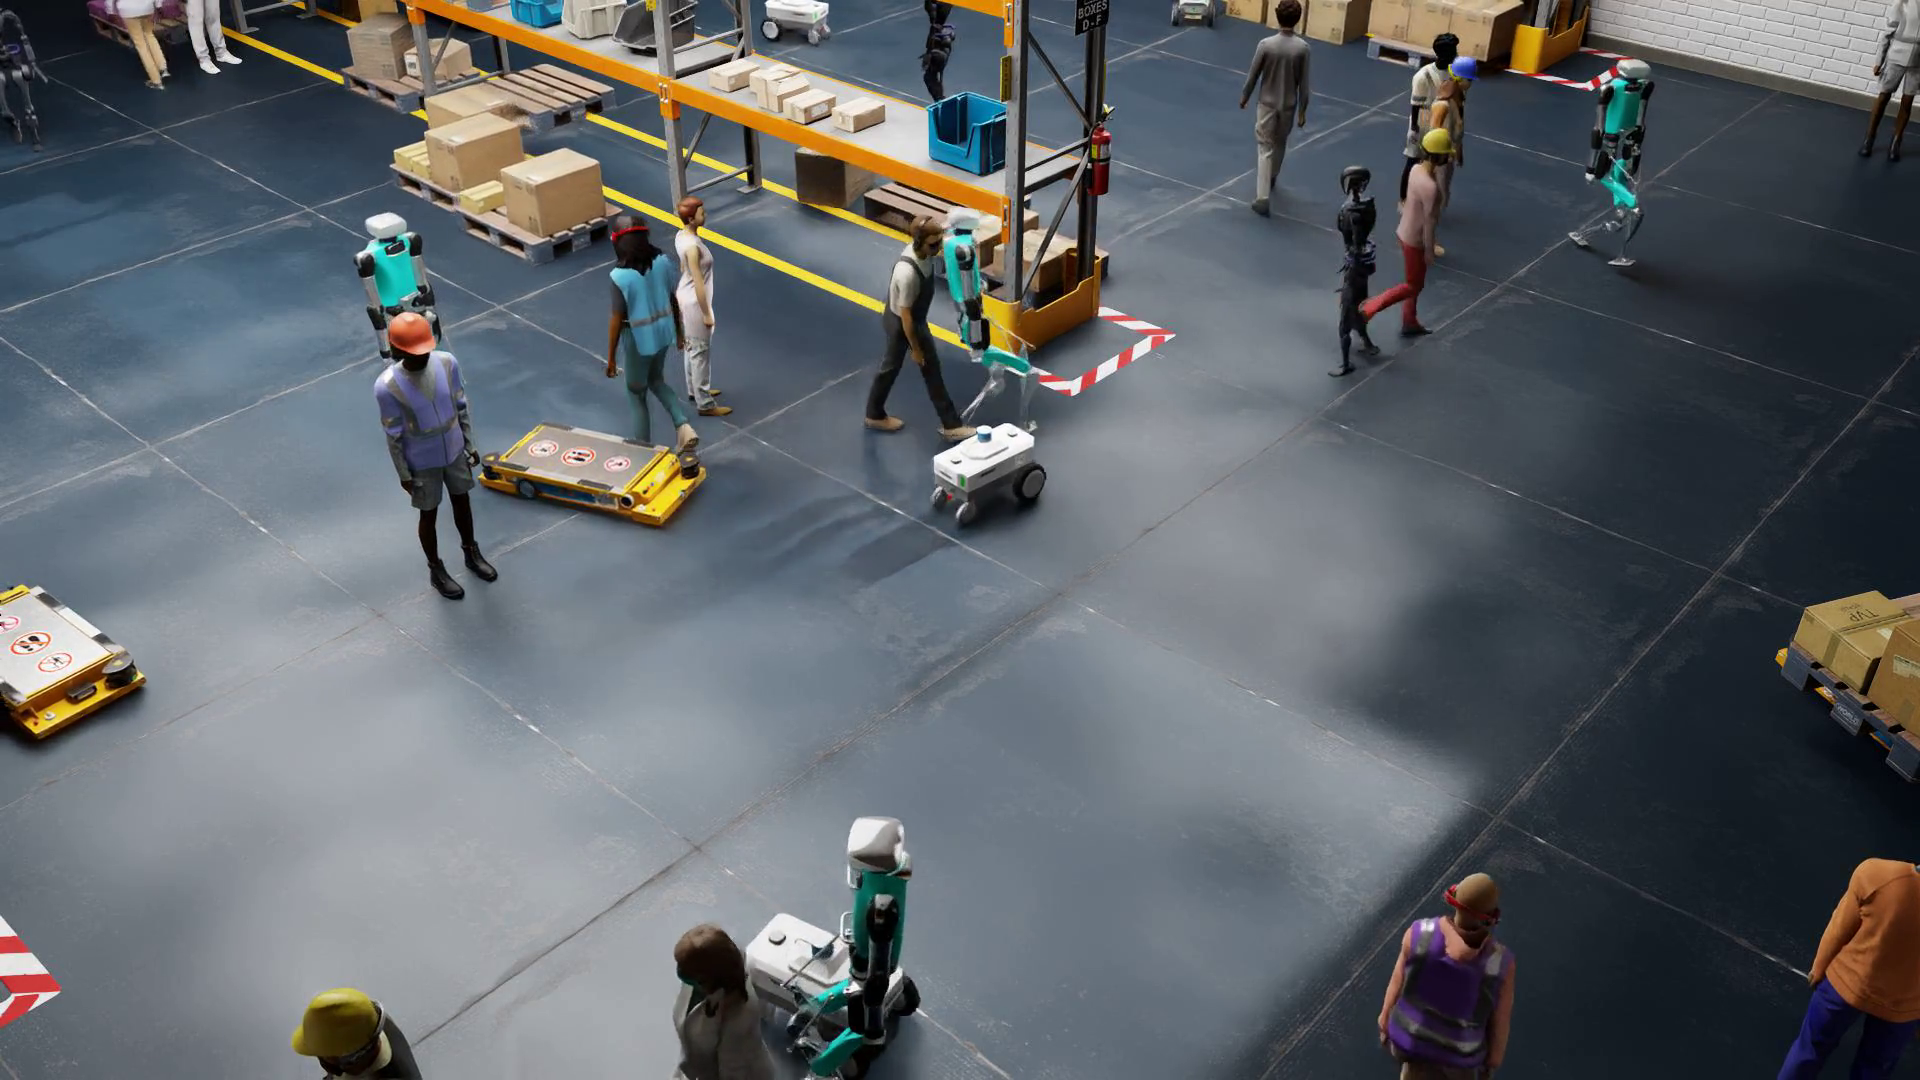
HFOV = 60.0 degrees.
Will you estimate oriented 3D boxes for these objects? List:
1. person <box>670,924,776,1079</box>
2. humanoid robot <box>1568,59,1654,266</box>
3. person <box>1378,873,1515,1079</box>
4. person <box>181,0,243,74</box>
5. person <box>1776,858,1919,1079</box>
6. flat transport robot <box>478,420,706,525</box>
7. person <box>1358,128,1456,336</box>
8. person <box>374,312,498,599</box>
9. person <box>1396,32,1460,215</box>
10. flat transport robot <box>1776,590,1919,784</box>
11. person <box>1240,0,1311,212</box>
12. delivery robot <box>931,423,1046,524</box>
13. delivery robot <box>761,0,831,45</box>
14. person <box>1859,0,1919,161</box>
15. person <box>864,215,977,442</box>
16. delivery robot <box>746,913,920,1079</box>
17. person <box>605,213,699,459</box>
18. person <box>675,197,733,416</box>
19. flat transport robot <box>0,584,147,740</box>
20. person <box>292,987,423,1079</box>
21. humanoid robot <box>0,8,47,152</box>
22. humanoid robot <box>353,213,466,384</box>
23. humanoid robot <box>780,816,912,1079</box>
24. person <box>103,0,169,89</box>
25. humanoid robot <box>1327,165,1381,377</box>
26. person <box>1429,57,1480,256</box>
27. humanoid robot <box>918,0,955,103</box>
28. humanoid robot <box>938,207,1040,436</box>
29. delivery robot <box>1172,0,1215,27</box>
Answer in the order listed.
[{"bbox_3d":[-0.962,2.128,6.521,0.761,1.623,0.492,-26,42,-33],"label":"person"},{"bbox_3d":[5.665,-3.108,14.064,0.544,1.751,1.058,-13,37,-18],"label":"humanoid robot"},{"bbox_3d":[1.901,2.038,6.642,0.491,1.645,0.885,19,39,25],"label":"person"},{"bbox_3d":[-8.347,-6.115,18.231,0.412,1.907,0.642,12,36,17],"label":"person"},{"bbox_3d":[3.718,1.797,6.714,0.515,1.973,0.401,20,39,26],"label":"person"},{"bbox_3d":[-2.548,-0.475,11.498,1.431,0.231,0.659,12,36,17],"label":"flat transport robot"},{"bbox_3d":[3.471,-2.344,12.915,0.654,1.746,0.521,-1,35,-1],"label":"person"},{"bbox_3d":[-3.176,-0.521,10.107,0.383,1.929,0.543,28,44,35],"label":"person"},{"bbox_3d":[4.233,-3.727,14.955,0.532,1.692,0.320,-17,38,-23],"label":"person"},{"bbox_3d":[5.400,0.973,9.400,0.659,0.231,1.431,-11,36,-16],"label":"flat transport robot"},{"bbox_3d":[2.882,-3.979,15.189,0.557,1.850,0.929,0,35,-1],"label":"person"},{"bbox_3d":[0.162,-0.498,11.267,0.757,0.580,0.499,-27,43,-33],"label":"delivery robot"},{"bbox_3d":[-1.921,-6.112,19.423,0.796,0.606,0.499,14,37,20],"label":"delivery robot"},{"bbox_3d":[9.152,-4.634,16.072,0.547,1.924,0.387,13,37,19],"label":"person"},{"bbox_3d":[-0.289,-1.453,11.587,0.972,1.772,0.515,13,37,18],"label":"person"},{"bbox_3d":[-0.609,2.030,7.607,0.773,0.582,0.499,19,39,25],"label":"delivery robot"},{"bbox_3d":[-2.130,-1.319,11.334,0.512,1.852,0.627,23,41,29],"label":"person"},{"bbox_3d":[-1.888,-1.693,12.035,0.283,1.661,0.450,-12,36,-17],"label":"person"},{"bbox_3d":[-5.512,0.671,9.839,1.431,0.231,0.659,24,41,31],"label":"flat transport robot"},{"bbox_3d":[-2.108,2.289,6.120,0.404,1.828,0.599,-18,39,-25],"label":"person"},{"bbox_3d":[-9.334,-4.645,16.306,0.596,1.647,0.423,-17,38,-22],"label":"humanoid robot"},{"bbox_3d":[-3.645,-1.301,11.484,0.748,1.868,0.545,19,39,25],"label":"humanoid robot"},{"bbox_3d":[-0.527,1.837,6.847,0.676,1.782,0.542,-1,35,-2],"label":"humanoid robot"},{"bbox_3d":[-8.857,-5.714,17.801,0.464,1.733,0.563,23,41,29],"label":"person"},{"bbox_3d":[3.017,-2.029,12.518,0.484,1.644,0.611,6,35,9],"label":"humanoid robot"},{"bbox_3d":[4.139,-3.257,14.216,0.368,1.758,0.474,24,41,31],"label":"person"},{"bbox_3d":[-0.235,-4.999,16.814,0.344,1.651,0.589,6,35,9],"label":"humanoid robot"},{"bbox_3d":[0.299,-1.488,11.698,0.923,1.779,0.578,-1,35,-2],"label":"humanoid robot"},{"bbox_3d":[2.818,-6.504,19.976,0.510,0.589,0.760,4,35,6],"label":"delivery robot"}]
